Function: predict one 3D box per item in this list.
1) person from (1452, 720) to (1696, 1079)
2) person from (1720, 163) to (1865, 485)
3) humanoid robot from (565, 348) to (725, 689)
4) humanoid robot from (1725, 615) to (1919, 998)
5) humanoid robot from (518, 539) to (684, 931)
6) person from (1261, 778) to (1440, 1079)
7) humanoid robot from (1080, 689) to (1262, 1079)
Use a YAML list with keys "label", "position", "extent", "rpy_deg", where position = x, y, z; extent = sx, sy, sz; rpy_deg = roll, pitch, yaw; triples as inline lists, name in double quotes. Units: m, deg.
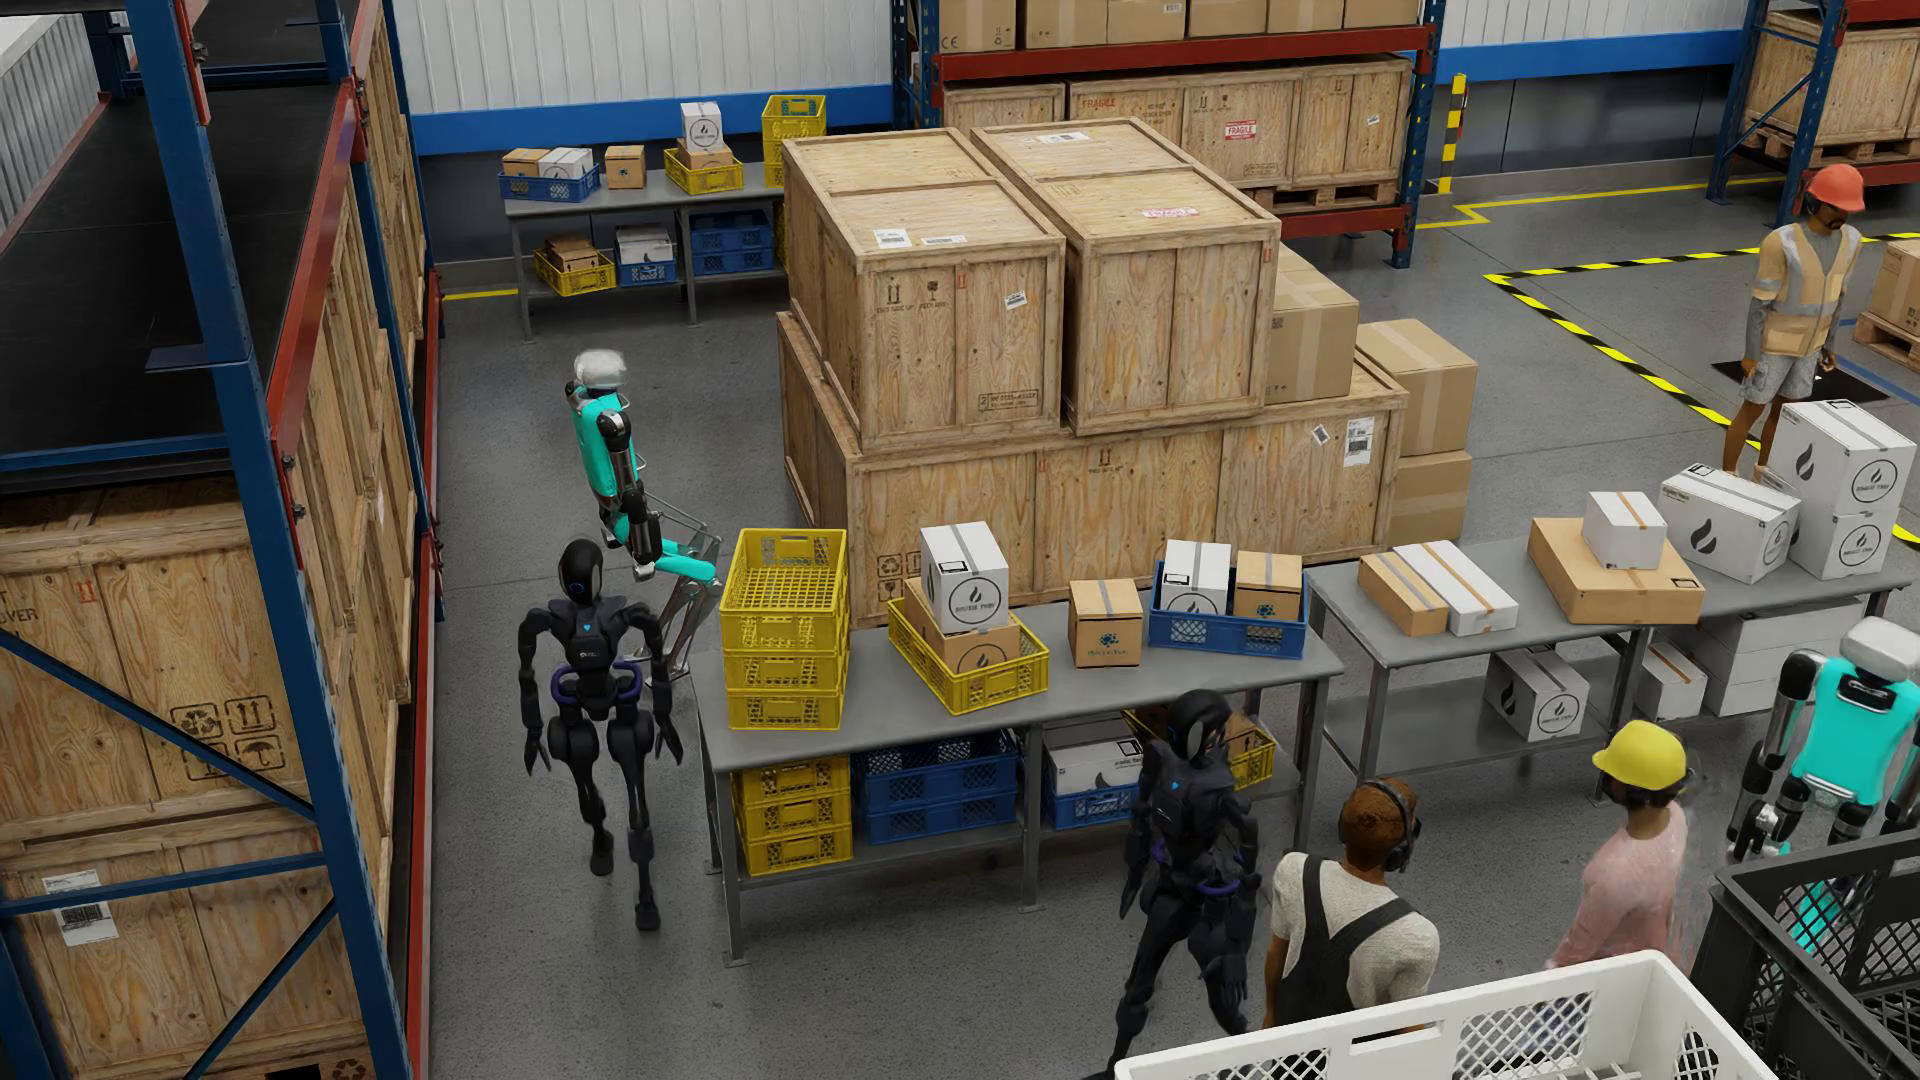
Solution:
- label: "person"
  position: [2.056, 1.328, 5.193]
  extent: [0.898, 1.718, 0.523]
  rpy_deg: [18, 34, 30]
- label: "person"
  position: [4.648, -1.098, 9.275]
  extent: [0.604, 2.042, 0.375]
  rpy_deg: [-8, 30, -14]
- label: "humanoid robot"
  position: [-1.375, -0.121, 7.674]
  extent: [0.735, 1.677, 0.533]
  rpy_deg: [-16, 33, -27]
- label: "humanoid robot"
  position: [2.759, 1.189, 5.542]
  extent: [0.549, 1.873, 0.760]
  rpy_deg: [23, 36, 35]
- label: "humanoid robot"
  position: [-1.383, 0.722, 6.369]
  extent: [0.614, 1.626, 0.722]
  rpy_deg: [-5, 29, -9]
- label: "person"
  position: [1.094, 1.466, 4.837]
  extent: [0.505, 1.838, 0.336]
  rpy_deg: [23, 36, 35]
- label: "humanoid robot"
  position: [0.761, 1.215, 5.490]
  extent: [0.694, 1.642, 0.601]
  rpy_deg: [-20, 35, -32]
